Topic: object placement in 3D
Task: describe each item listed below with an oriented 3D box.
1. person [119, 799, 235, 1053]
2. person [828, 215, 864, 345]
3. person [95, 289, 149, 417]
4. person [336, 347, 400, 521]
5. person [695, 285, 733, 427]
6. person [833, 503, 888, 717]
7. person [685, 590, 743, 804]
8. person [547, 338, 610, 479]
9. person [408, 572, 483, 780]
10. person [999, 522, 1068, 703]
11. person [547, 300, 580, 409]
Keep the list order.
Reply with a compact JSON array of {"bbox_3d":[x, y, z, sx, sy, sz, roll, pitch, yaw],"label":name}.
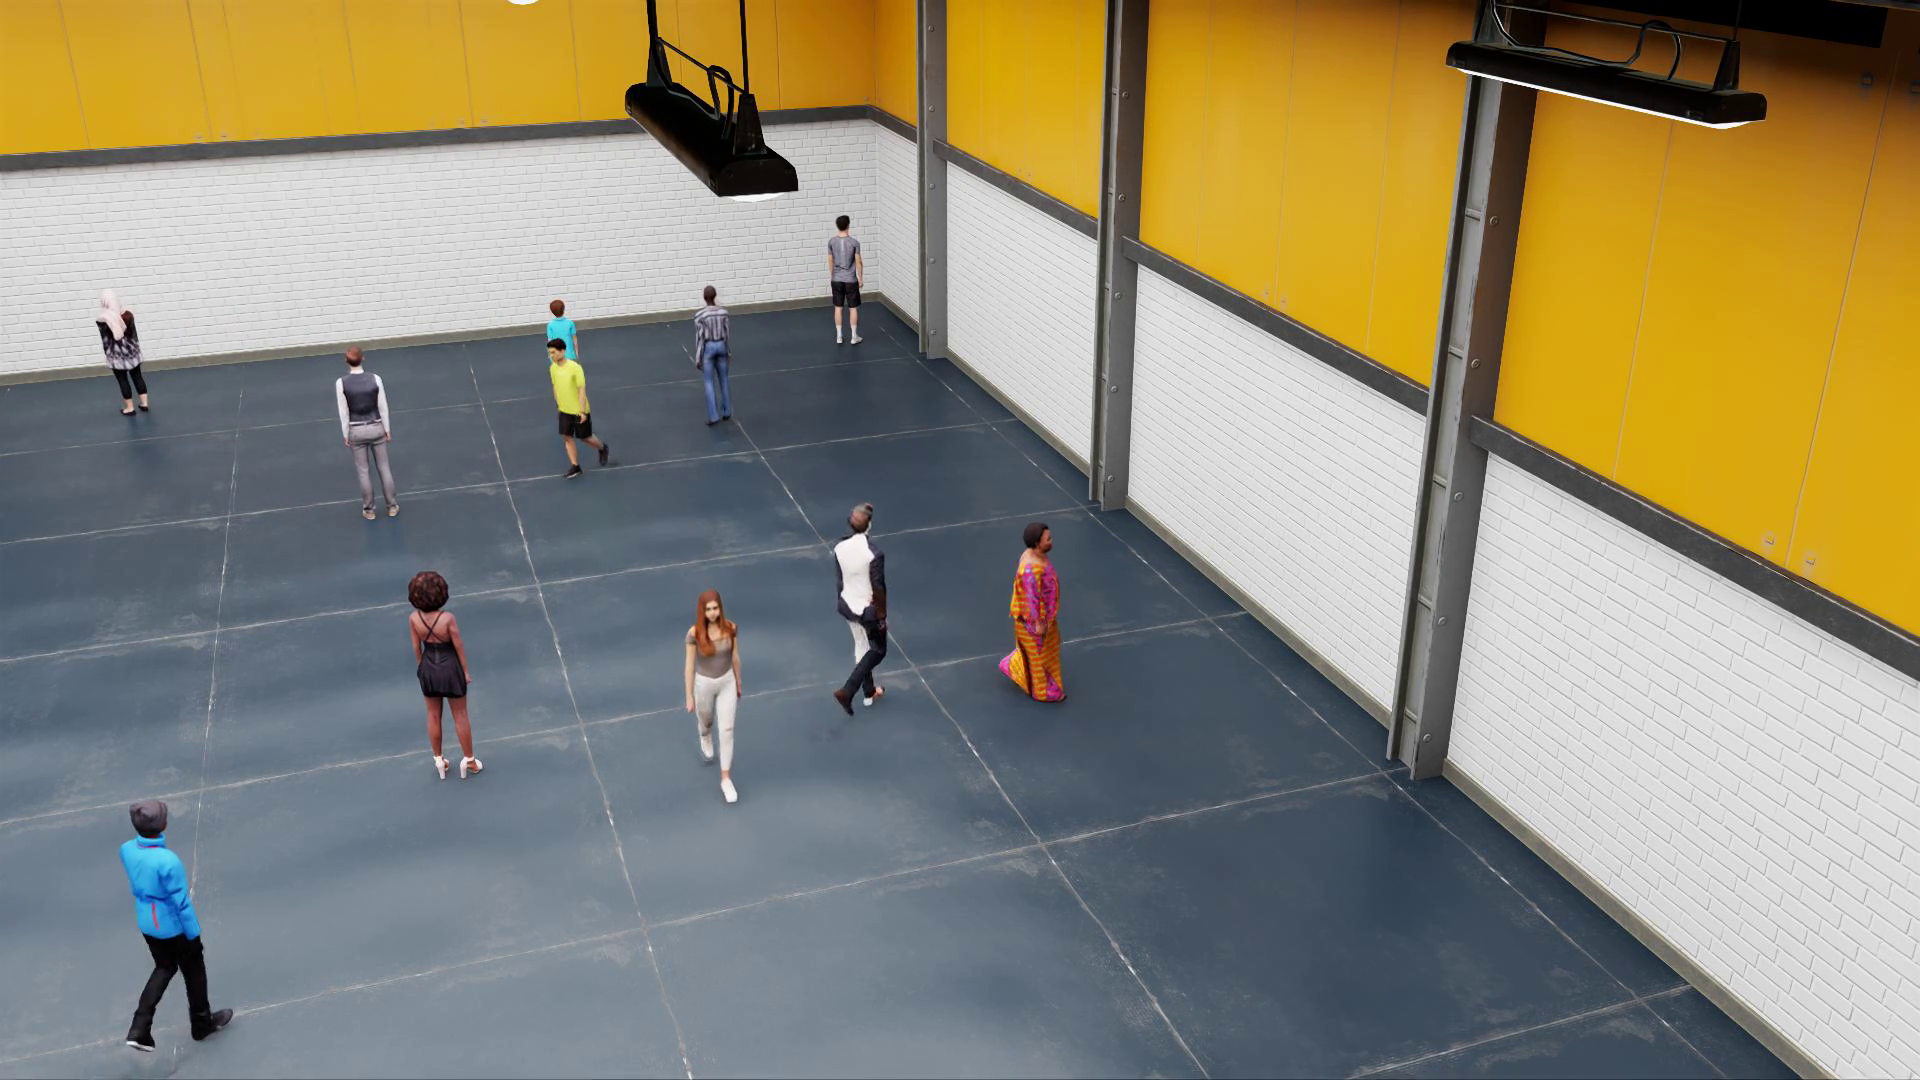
[{"bbox_3d":[-4.885,2.394,10.100,0.941,1.779,1.017,9,25,20],"label":"person"},{"bbox_3d":[-1.669,-3.771,24.087,0.742,1.873,0.745,5,24,11],"label":"person"},{"bbox_3d":[-10.706,-2.405,21.256,0.791,1.636,0.750,16,28,32],"label":"person"},{"bbox_3d":[-6.446,-1.174,18.066,0.648,1.937,0.556,-9,25,-19],"label":"person"},{"bbox_3d":[-3.072,-2.308,20.839,0.700,1.793,0.655,-16,28,-32],"label":"person"},{"bbox_3d":[-0.876,0.623,14.033,1.066,1.873,1.065,16,28,33],"label":"person"},{"bbox_3d":[-1.948,1.145,13.060,0.616,1.696,1.063,-8,25,-17],"label":"person"},{"bbox_3d":[-4.421,-1.553,19.252,0.937,1.680,1.002,8,25,18],"label":"person"},{"bbox_3d":[-4.081,1.073,13.109,0.628,1.790,0.645,1,24,3],"label":"person"},{"bbox_3d":[0.622,0.601,14.318,0.935,1.685,0.918,3,24,7],"label":"person"},{"bbox_3d":[-5.115,-2.399,21.477,0.516,1.448,0.470,-8,25,-18],"label":"person"}]
